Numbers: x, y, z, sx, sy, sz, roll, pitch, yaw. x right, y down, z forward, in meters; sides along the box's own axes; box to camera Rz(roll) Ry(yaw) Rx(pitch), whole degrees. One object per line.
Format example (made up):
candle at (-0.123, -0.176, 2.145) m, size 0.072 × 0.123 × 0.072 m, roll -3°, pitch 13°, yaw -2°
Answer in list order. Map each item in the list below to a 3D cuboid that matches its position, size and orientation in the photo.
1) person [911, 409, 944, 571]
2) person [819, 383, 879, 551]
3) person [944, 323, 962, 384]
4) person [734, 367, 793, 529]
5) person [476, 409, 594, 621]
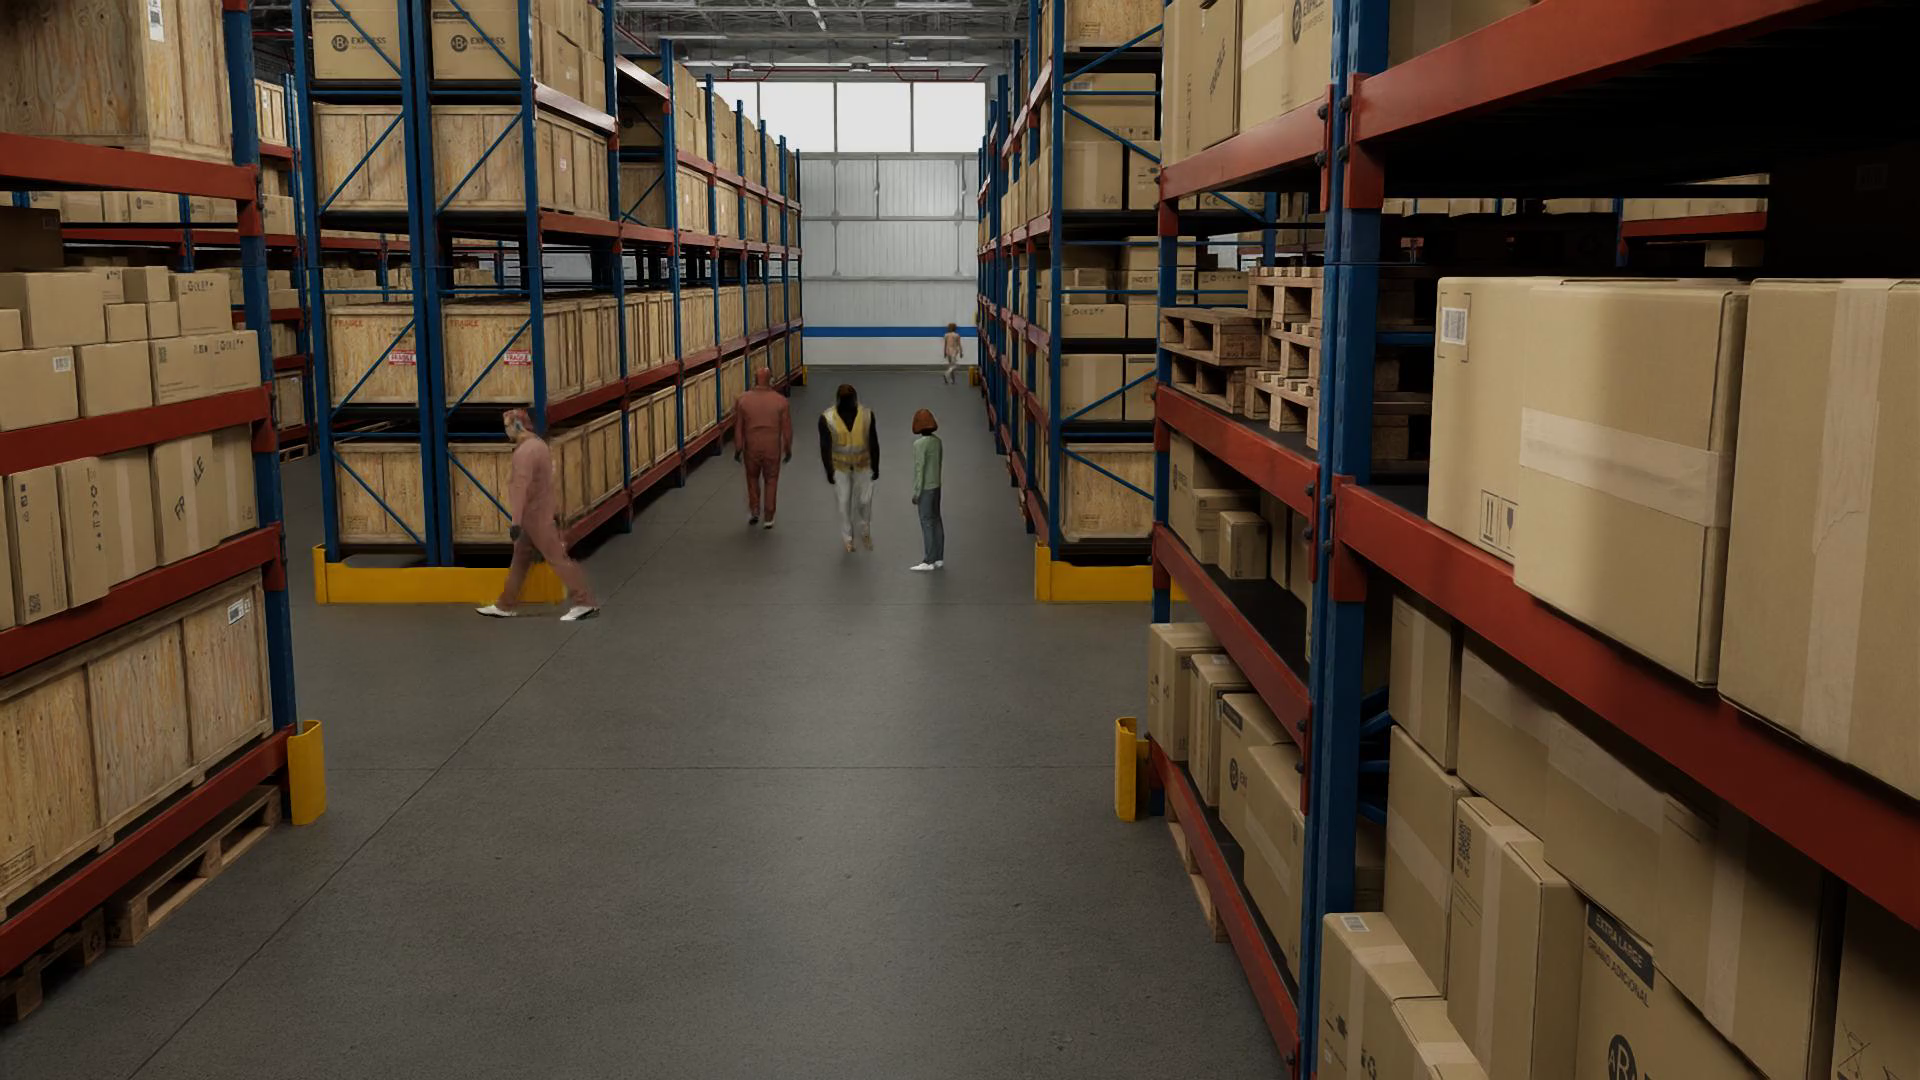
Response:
person at (-0.336, -0.500, 16.734) m, size 0.284 × 1.632 × 0.502 m, roll 5°, pitch 10°, yaw 27°
person at (-1.182, -0.773, 17.855) m, size 0.650 × 1.821 × 0.465 m, roll -2°, pitch 9°, yaw -10°
person at (-0.234, -4.900, 43.742) m, size 0.545 × 1.622 × 0.570 m, roll 9°, pitch 13°, yaw 43°
person at (-2.314, -1.100, 19.661) m, size 0.685 × 1.874 × 0.836 m, roll -1°, pitch 9°, yaw -4°
person at (-3.671, -0.211, 14.352) m, size 1.032 × 1.841 × 0.695 m, roll -1°, pitch 9°, yaw -7°
